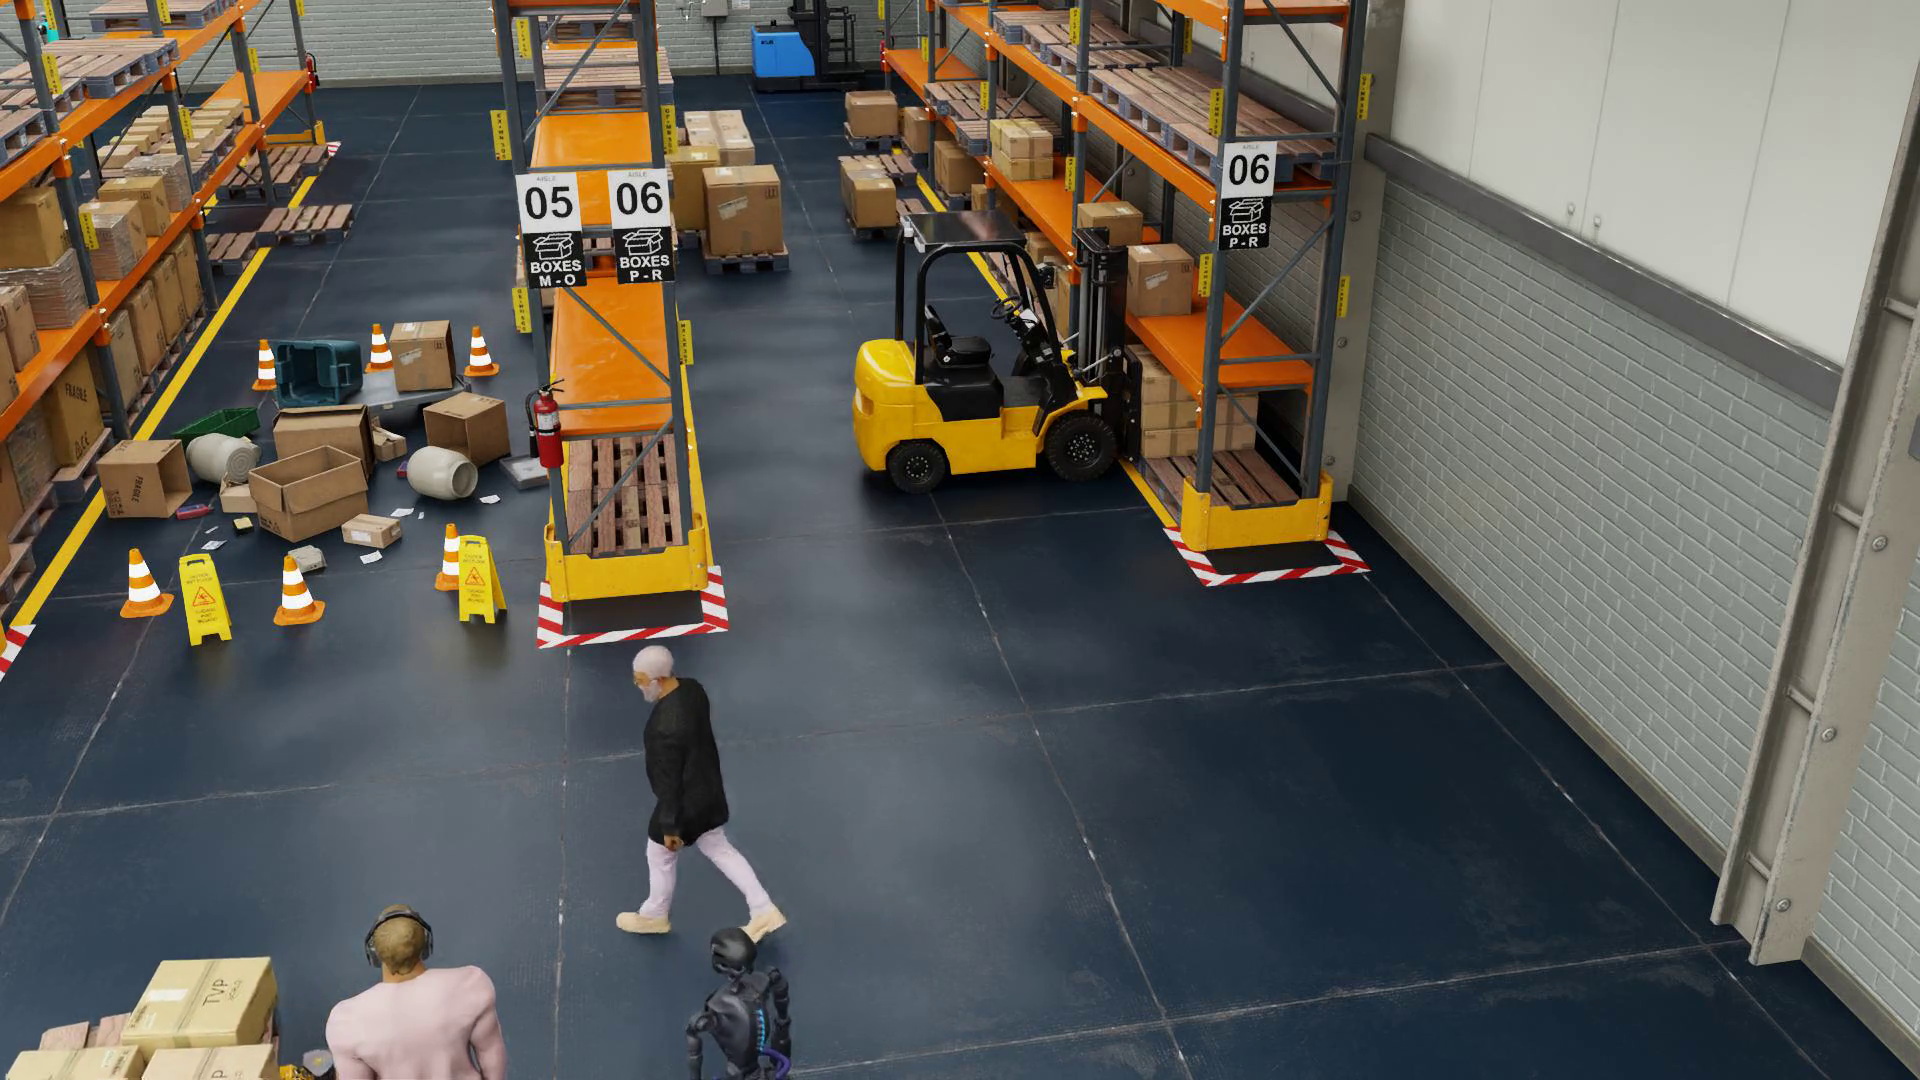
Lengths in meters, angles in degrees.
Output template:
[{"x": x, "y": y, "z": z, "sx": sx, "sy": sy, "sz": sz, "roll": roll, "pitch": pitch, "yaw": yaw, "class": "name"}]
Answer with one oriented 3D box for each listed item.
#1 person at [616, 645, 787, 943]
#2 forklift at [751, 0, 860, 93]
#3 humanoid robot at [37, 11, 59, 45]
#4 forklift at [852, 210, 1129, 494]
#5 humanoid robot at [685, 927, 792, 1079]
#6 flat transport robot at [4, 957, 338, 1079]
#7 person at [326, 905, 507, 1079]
[{"x": -1.377, "y": 1.336, "z": 8.578, "sx": 0.921, "sy": 1.813, "sz": 0.557, "roll": 6, "pitch": 26, "yaw": 13, "class": "person"}, {"x": -2.872, "y": -9.679, "z": 30.288, "sx": 1.873, "sy": 2.768, "sz": 1.129, "roll": -5, "pitch": 26, "yaw": -10, "class": "forklift"}, {"x": -14.979, "y": -8.046, "z": 28.034, "sx": 0.735, "sy": 1.677, "sz": 0.533, "roll": 2, "pitch": 26, "yaw": 4, "class": "humanoid robot"}, {"x": 0.216, "y": -1.659, "z": 14.366, "sx": 2.313, "sy": 2.155, "sz": 1.214, "roll": -5, "pitch": 26, "yaw": -10, "class": "forklift"}, {"x": -0.889, "y": 2.290, "z": 6.747, "sx": 0.329, "sy": 1.650, "sz": 0.593, "roll": 20, "pitch": 32, "yaw": 35, "class": "humanoid robot"}, {"x": -3.554, "y": 2.718, "z": 7.469, "sx": 1.431, "sy": 0.231, "sz": 0.659, "roll": -8, "pitch": 27, "yaw": -16, "class": "flat transport robot"}, {"x": -2.081, "y": 2.241, "z": 6.537, "sx": 0.628, "sy": 1.939, "sz": 0.373, "roll": -12, "pitch": 28, "yaw": -24, "class": "person"}]
